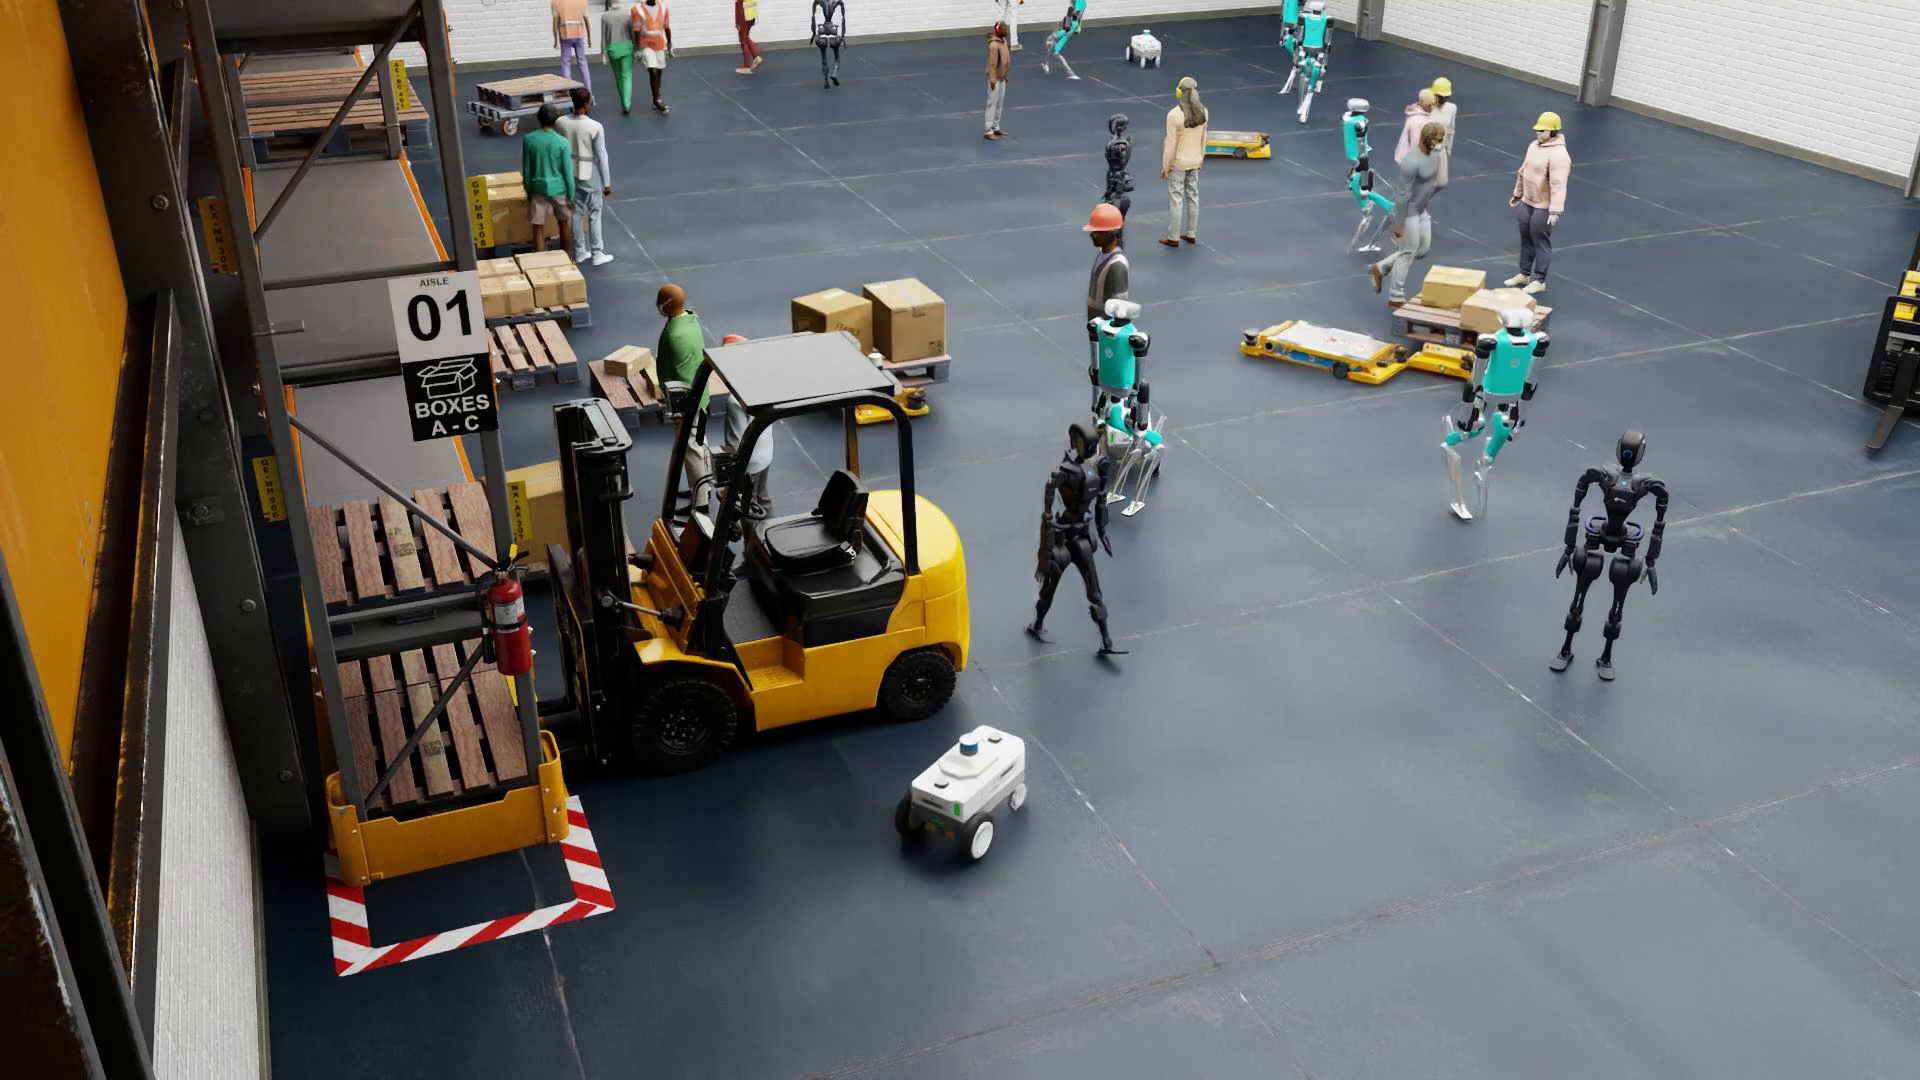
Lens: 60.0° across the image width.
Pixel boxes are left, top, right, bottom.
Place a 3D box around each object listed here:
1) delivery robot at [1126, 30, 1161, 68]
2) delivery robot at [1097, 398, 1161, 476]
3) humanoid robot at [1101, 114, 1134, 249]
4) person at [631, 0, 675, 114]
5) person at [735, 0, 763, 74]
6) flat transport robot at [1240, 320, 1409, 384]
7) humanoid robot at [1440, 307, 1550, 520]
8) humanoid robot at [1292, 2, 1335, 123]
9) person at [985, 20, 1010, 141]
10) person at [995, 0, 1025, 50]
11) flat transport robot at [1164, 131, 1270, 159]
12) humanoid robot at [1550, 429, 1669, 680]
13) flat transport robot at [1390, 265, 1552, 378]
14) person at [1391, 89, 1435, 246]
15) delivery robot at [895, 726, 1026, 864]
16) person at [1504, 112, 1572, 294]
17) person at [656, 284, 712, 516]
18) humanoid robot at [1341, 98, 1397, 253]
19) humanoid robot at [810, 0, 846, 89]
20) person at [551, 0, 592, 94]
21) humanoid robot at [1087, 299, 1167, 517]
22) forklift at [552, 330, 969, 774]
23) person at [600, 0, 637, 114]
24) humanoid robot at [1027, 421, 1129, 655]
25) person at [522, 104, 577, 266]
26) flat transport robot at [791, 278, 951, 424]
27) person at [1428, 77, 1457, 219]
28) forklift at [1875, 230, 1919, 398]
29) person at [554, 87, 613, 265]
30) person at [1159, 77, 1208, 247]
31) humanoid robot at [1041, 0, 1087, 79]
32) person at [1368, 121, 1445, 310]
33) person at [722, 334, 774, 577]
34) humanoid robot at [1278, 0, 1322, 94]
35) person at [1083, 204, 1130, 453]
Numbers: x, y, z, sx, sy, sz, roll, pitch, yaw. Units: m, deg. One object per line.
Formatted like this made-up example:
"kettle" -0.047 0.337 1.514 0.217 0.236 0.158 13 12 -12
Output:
"delivery robot" 3.163 -8.380 28.323 0.499 0.582 0.773 -5 27 -10
"delivery robot" 1.354 -0.864 13.367 0.499 0.575 0.757 1 27 3
"humanoid robot" 1.680 -3.741 17.859 0.324 1.656 0.585 -4 27 -7
"person" -4.530 -7.320 24.712 0.676 1.917 0.803 -20 33 -34
"person" -3.539 -8.571 27.374 0.434 1.758 0.481 13 29 24
"flat transport robot" 3.402 -1.770 15.509 1.431 0.231 0.659 20 33 34
"humanoid robot" 3.836 -0.892 12.235 0.541 1.863 0.774 -4 27 -8
"humanoid robot" 5.155 -7.032 24.383 0.552 1.762 1.010 6 27 12
"person" 0.519 -6.440 23.271 0.318 1.641 0.474 11 29 20
"person" 0.863 -9.607 29.299 0.582 1.883 0.348 14 30 25
"flat transport robot" 3.515 -5.411 22.749 1.431 0.231 0.659 3 27 7
"humanoid robot" 4.006 0.088 10.228 0.599 1.657 0.315 12 29 22
"flat transport robot" 4.791 -1.859 15.684 0.659 0.231 1.431 17 31 30
"person" 5.110 -4.236 18.775 0.409 1.751 0.681 7 27 13
"delivery robot" 0.040 1.338 9.013 0.499 0.600 0.802 17 31 30
"person" 5.986 -3.479 17.144 0.428 1.859 0.794 -7 27 -13
"person" -2.050 -1.044 12.379 0.383 1.781 0.548 -1 27 -1
"humanoid robot" 4.516 -3.911 18.199 0.818 1.824 0.543 -3 27 -6
"humanoid robot" -2.101 -7.984 26.306 0.592 1.647 0.434 2 27 3
"person" -5.960 -7.709 25.594 0.582 1.825 0.410 -14 30 -25
"humanoid robot" 1.297 -1.014 12.217 0.735 1.681 0.533 -23 35 -38
"forklift" -1.094 0.010 9.831 2.313 2.155 1.214 -10 28 -20
"person" -5.086 -7.311 24.821 0.543 1.806 0.928 -4 27 -8
"humanoid robot" 0.725 0.002 10.464 0.599 1.617 0.805 -21 34 -36
"person" -4.332 -3.664 17.545 0.538 1.822 0.762 -4 27 -9
"flat transport robot" -0.836 -1.390 14.752 0.659 0.231 1.431 -11 29 -21
"person" 5.461 -4.472 19.228 0.546 1.747 0.373 -8 28 -15
"forklift" 9.029 -2.397 14.618 1.214 2.155 2.313 18 32 32
"person" -4.047 -3.910 17.946 0.601 1.906 0.414 10 28 19
"person" 2.509 -4.206 18.569 0.549 1.877 0.413 -15 30 -27
"humanoid robot" 1.612 -8.419 27.130 1.019 1.754 0.540 14 30 26
"person" 4.452 -3.254 16.633 0.582 1.906 0.682 17 31 30
"person" -1.480 -0.584 11.515 0.351 1.738 0.572 7 28 14
"humanoid robot" 5.404 -7.826 25.963 0.907 1.804 0.551 -13 30 -24
"person" 1.150 -1.703 13.405 0.381 2.039 0.615 -3 27 -5
